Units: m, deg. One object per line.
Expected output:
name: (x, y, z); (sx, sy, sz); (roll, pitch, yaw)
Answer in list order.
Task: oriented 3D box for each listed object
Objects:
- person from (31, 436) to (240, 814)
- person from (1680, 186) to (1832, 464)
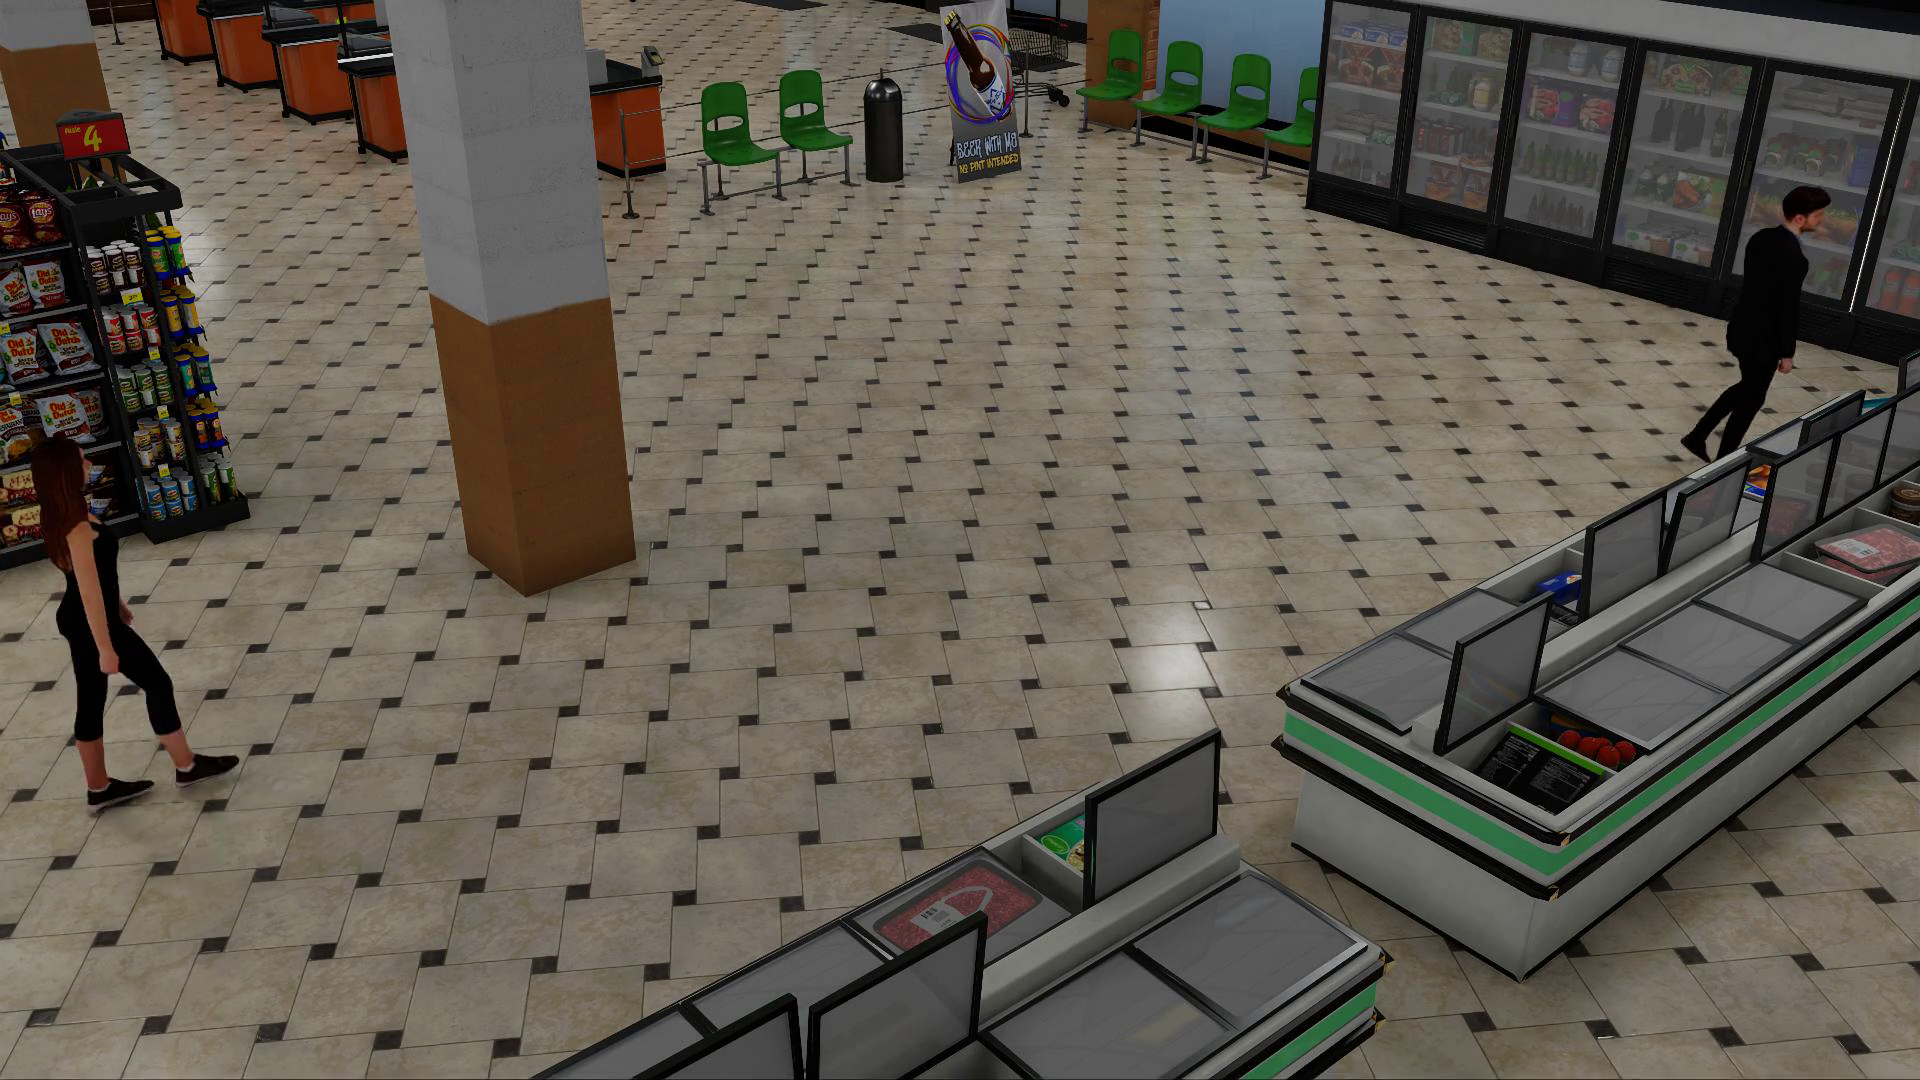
person: (-3.705, 0.404, 6.965); (0.840, 1.711, 0.605); (-22, 34, -36)
person: (4.712, -1.215, 9.989); (0.954, 1.863, 0.900); (-2, 27, -4)
